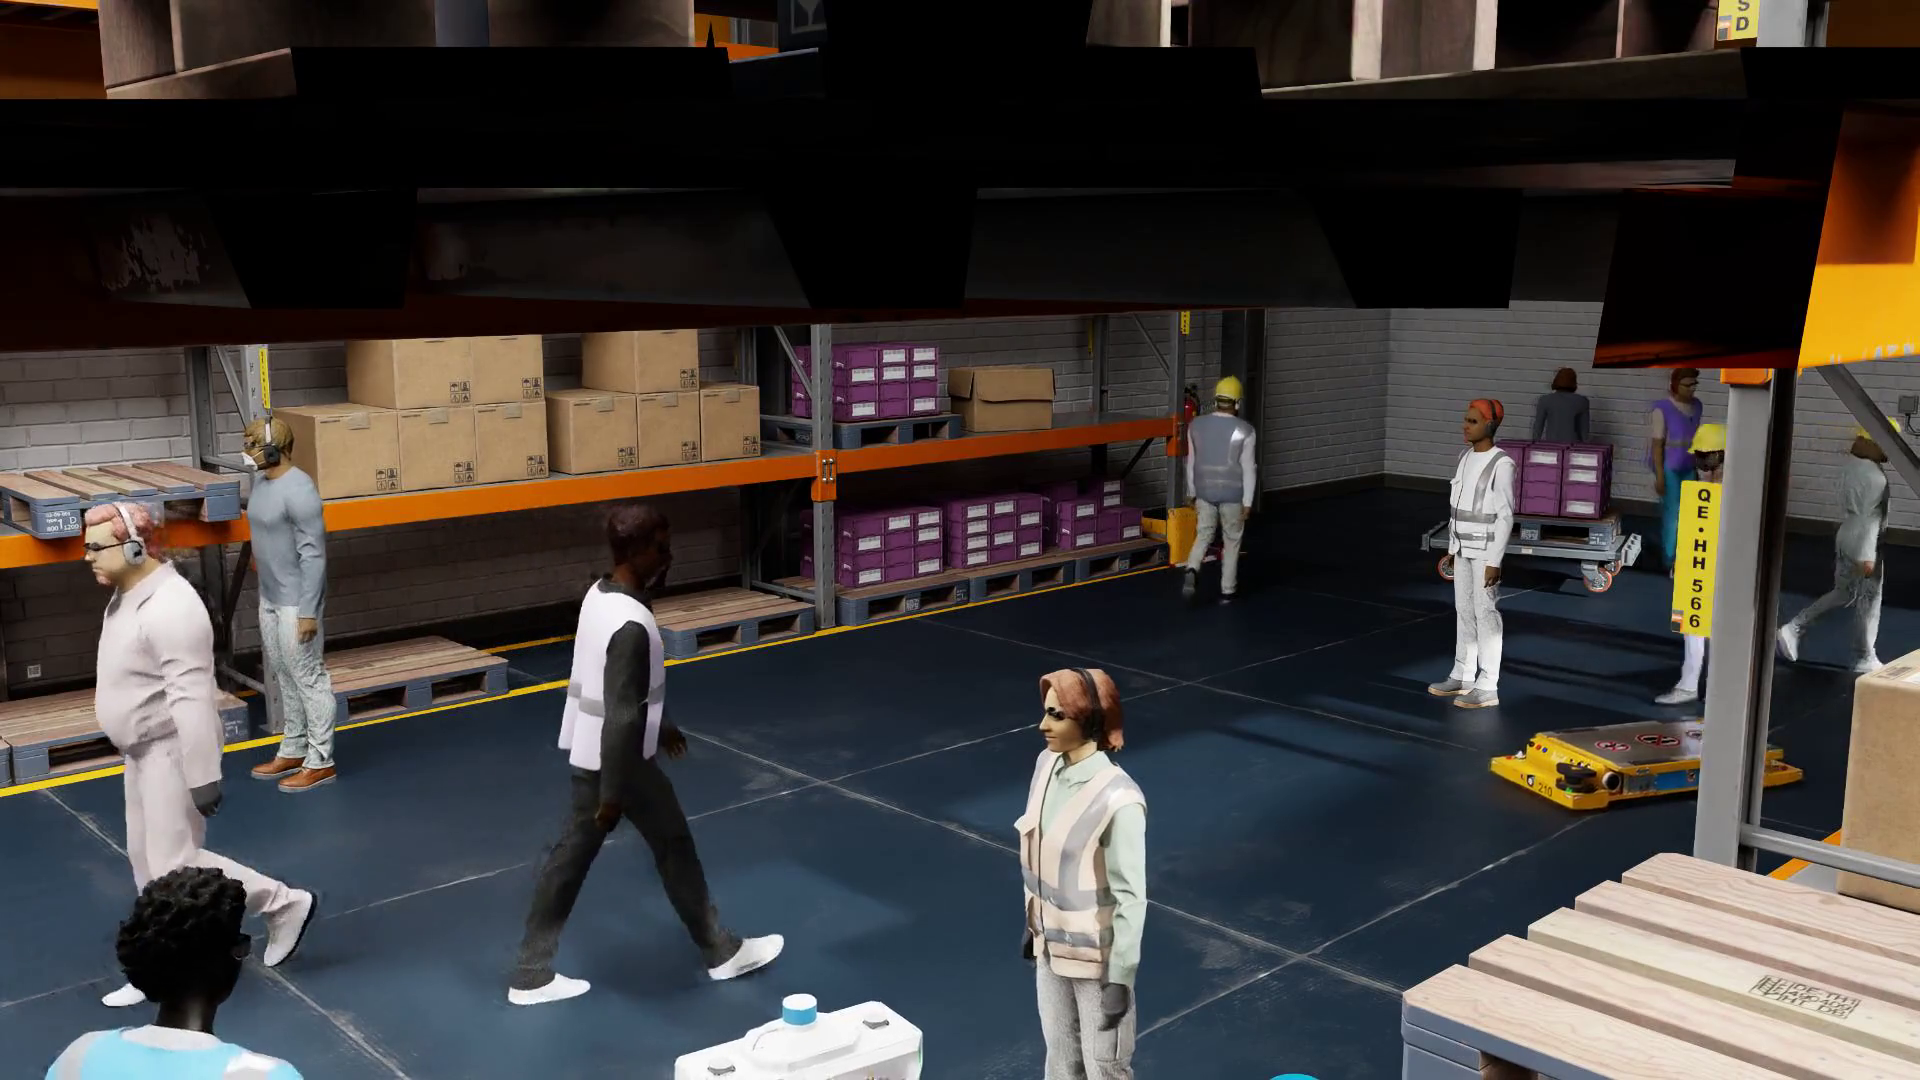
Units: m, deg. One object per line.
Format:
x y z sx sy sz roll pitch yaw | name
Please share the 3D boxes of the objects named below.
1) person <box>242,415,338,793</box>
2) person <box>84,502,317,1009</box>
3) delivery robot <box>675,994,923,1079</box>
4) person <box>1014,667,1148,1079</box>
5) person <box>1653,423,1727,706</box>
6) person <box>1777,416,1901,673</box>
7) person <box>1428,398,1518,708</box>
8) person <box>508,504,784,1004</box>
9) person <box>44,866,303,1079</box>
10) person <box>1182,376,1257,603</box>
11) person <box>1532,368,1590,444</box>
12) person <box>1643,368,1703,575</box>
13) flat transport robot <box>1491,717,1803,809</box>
-3.449 0.324 8.548 0.379 1.937 0.629 -9 13 -41 | person
-2.818 0.769 6.098 0.640 1.882 0.666 -8 12 -38 | person
-0.471 1.588 4.914 0.707 0.478 0.477 -6 12 -33 | delivery robot
0.332 1.147 4.593 0.313 1.642 0.513 -5 11 -26 | person
4.507 0.160 10.082 0.727 1.736 0.530 2 10 9 | person
5.814 0.038 10.869 0.682 1.720 0.509 1 10 8 | person
3.148 0.077 10.150 0.356 1.885 0.574 -2 10 -13 | person
-1.205 0.785 6.101 1.041 1.856 0.604 -5 11 -26 | person
-1.377 1.406 3.072 0.557 1.631 0.958 3 10 18 | person
2.017 -0.369 12.964 0.609 1.815 0.644 6 11 32 | person
6.086 -0.914 16.723 0.715 1.615 0.377 5 11 25 | person
6.089 -0.585 14.198 0.610 1.818 0.450 -6 11 -31 | person
3.565 1.140 8.637 1.431 0.197 0.652 -3 10 -18 | flat transport robot
